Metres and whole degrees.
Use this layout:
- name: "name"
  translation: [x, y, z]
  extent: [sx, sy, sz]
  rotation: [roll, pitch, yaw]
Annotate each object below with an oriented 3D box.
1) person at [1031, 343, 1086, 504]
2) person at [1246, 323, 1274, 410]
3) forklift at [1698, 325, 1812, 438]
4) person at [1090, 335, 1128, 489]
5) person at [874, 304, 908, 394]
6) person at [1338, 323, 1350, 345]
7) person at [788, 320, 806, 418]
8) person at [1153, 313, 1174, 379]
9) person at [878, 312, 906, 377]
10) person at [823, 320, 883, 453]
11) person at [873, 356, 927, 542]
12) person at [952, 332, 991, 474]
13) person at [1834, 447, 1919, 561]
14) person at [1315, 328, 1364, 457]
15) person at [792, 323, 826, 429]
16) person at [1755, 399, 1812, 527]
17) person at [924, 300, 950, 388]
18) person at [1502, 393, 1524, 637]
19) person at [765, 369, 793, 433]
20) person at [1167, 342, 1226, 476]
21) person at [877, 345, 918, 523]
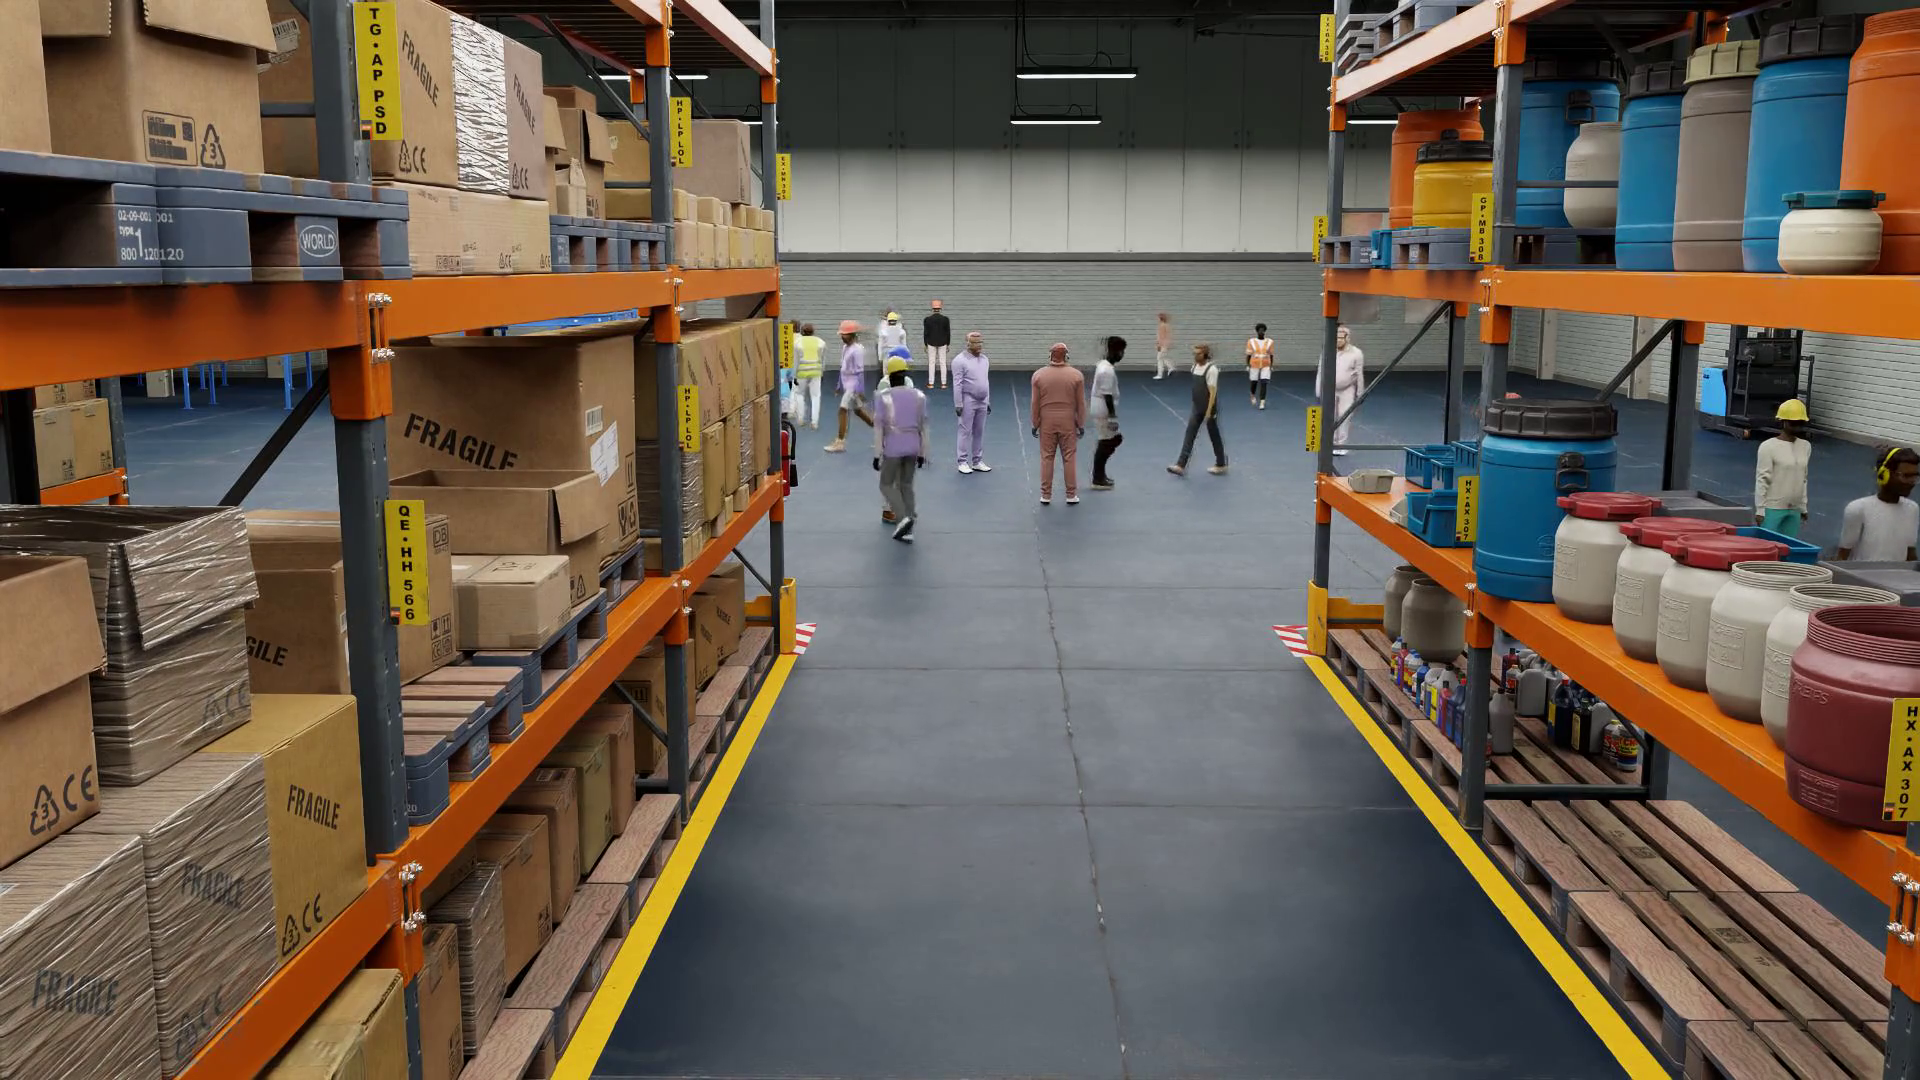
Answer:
- name: "person"
  translation: [1.165, -1.377, 19.695]
  extent: [0.648, 1.907, 0.401]
  rotation: [1, 10, 7]
- name: "person"
  translation: [5.876, -3.416, 32.584]
  extent: [0.540, 1.680, 0.582]
  rotation: [1, 10, 6]
- name: "forklift"
  translation: [13.248, -3.165, 27.620]
  extent: [1.129, 2.768, 1.873]
  rotation: [0, 9, 1]
- name: "person"
  translation: [1.875, -1.605, 20.959]
  extent: [0.483, 1.935, 0.641]
  rotation: [1, 10, 5]
- name: "person"
  translation: [-1.422, -4.074, 35.575]
  extent: [1.051, 2.000, 0.687]
  rotation: [8, 12, 40]
- name: "person"
  translation: [8.103, -4.006, 35.894]
  extent: [0.559, 1.740, 0.695]
  rotation: [8, 12, 40]
- name: "person"
  translation: [-3.002, -3.176, 30.805]
  extent: [0.657, 1.789, 0.960]
  rotation: [4, 10, 20]
- name: "person"
  translation: [4.975, -4.757, 40.758]
  extent: [0.414, 1.623, 0.533]
  rotation: [3, 10, 16]
- name: "person"
  translation: [-1.401, -3.786, 34.378]
  extent: [0.593, 1.825, 0.403]
  rotation: [-2, 10, -13]
- name: "person"
  translation: [-1.552, -2.336, 25.203]
  extent: [1.019, 2.006, 0.620]
  rotation: [-3, 10, -16]
- name: "person"
  translation: [-0.625, -0.921, 16.971]
  extent: [0.646, 1.903, 0.500]
  rotation: [-6, 11, -31]
- name: "person"
  translation: [0.188, -1.870, 22.651]
  extent: [0.409, 1.905, 0.651]
  rotation: [9, 13, 44]
- name: "person"
  translation: [5.320, 0.357, 9.630]
  extent: [0.535, 1.801, 0.998]
  rotation: [-3, 10, -18]
- name: "person"
  translation: [5.542, -2.156, 24.429]
  extent: [0.679, 1.877, 0.834]
  rotation: [5, 11, 26]
- name: "person"
  translation: [-2.642, -2.839, 28.739]
  extent: [0.633, 1.817, 0.780]
  rotation: [-3, 10, -20]
- name: "person"
  translation: [6.618, -0.250, 13.368]
  extent: [0.533, 1.767, 0.326]
  rotation: [-4, 10, -21]
- name: "person"
  translation: [-0.523, -4.458, 37.878]
  extent: [0.612, 1.997, 0.375]
  rotation: [-1, 10, -4]
- name: "person"
  translation: [4.038, -0.191, 12.653]
  extent: [0.759, 1.888, 0.593]
  rotation: [5, 11, 29]
- name: "person"
  translation: [-2.789, -2.201, 25.395]
  extent: [0.520, 1.650, 0.888]
  rotation: [-2, 10, -11]
- name: "person"
  translation: [3.237, -1.752, 22.319]
  extent: [0.976, 1.786, 0.527]
  rotation: [-6, 11, -34]
- name: "person"
  translation: [-0.677, -1.177, 18.373]
  extent: [0.396, 1.946, 0.617]
  rotation: [5, 11, 27]
